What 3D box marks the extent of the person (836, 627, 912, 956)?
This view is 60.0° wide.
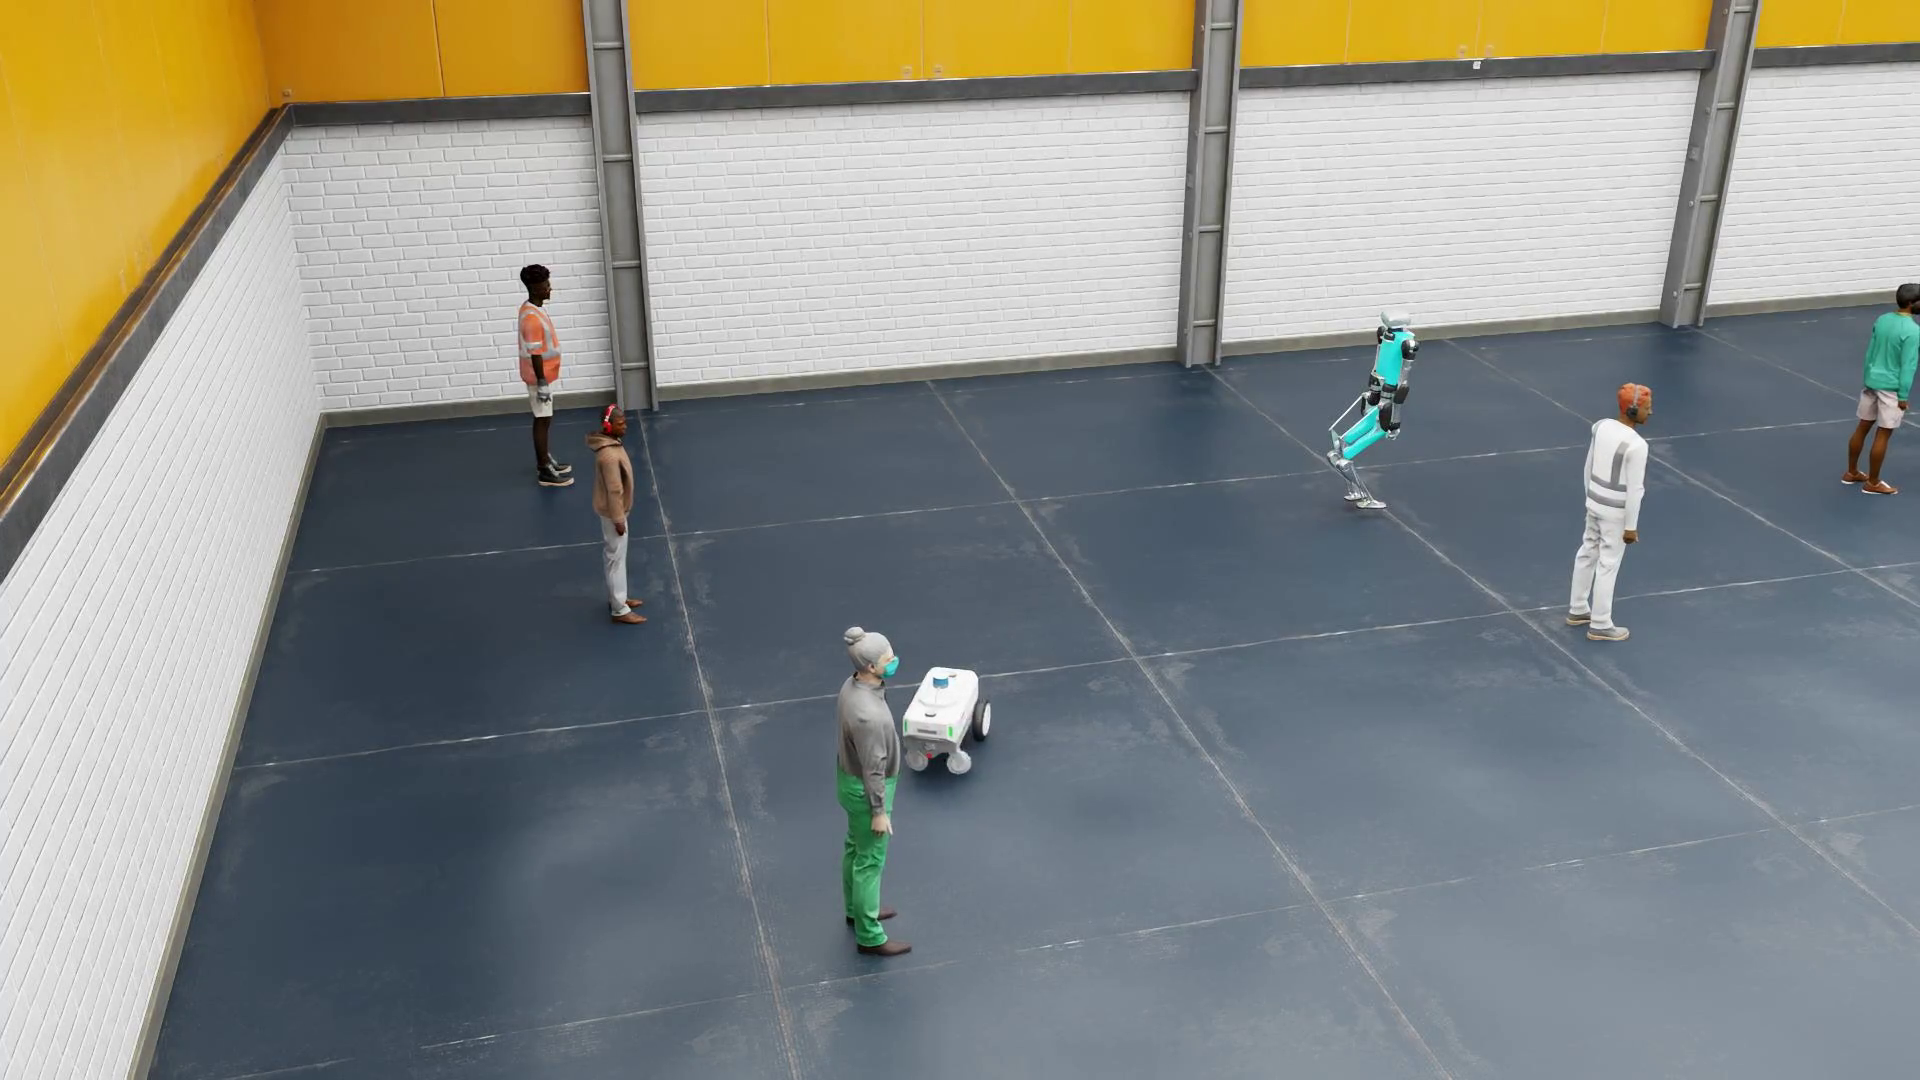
[{"bbox_3d":[-0.461,1.269,8.537,0.346,1.836,0.512,-5,24,-11],"label":"person"}]

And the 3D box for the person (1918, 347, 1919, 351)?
[{"bbox_3d":[10.741,-2.873,18.006,0.387,1.784,0.538,-5,24,-11],"label":"person"}]

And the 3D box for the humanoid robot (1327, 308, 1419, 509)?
[{"bbox_3d":[3.349,-1.074,13.811,0.735,1.677,0.533,-6,24,-13],"label":"humanoid robot"}]

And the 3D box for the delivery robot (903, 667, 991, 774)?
[{"bbox_3d":[-0.110,1.104,10.516,0.499,0.610,0.781,6,24,13],"label":"delivery robot"}]

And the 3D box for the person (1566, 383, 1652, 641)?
[{"bbox_3d":[4.632,-0.204,11.823,0.361,1.882,0.573,-5,24,-11],"label":"person"}]

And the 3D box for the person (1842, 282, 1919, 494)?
[{"bbox_3d":[7.997,-1.313,14.384,0.402,1.847,0.493,-5,24,-11],"label":"person"}]

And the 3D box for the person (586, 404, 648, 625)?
[{"bbox_3d":[-2.503,-0.196,12.086,0.325,1.650,0.459,-5,24,-11],"label":"person"}]

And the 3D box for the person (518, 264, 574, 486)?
[{"bbox_3d":[-3.657,-1.453,14.556,0.370,1.965,0.598,-5,24,-11],"label":"person"}]
